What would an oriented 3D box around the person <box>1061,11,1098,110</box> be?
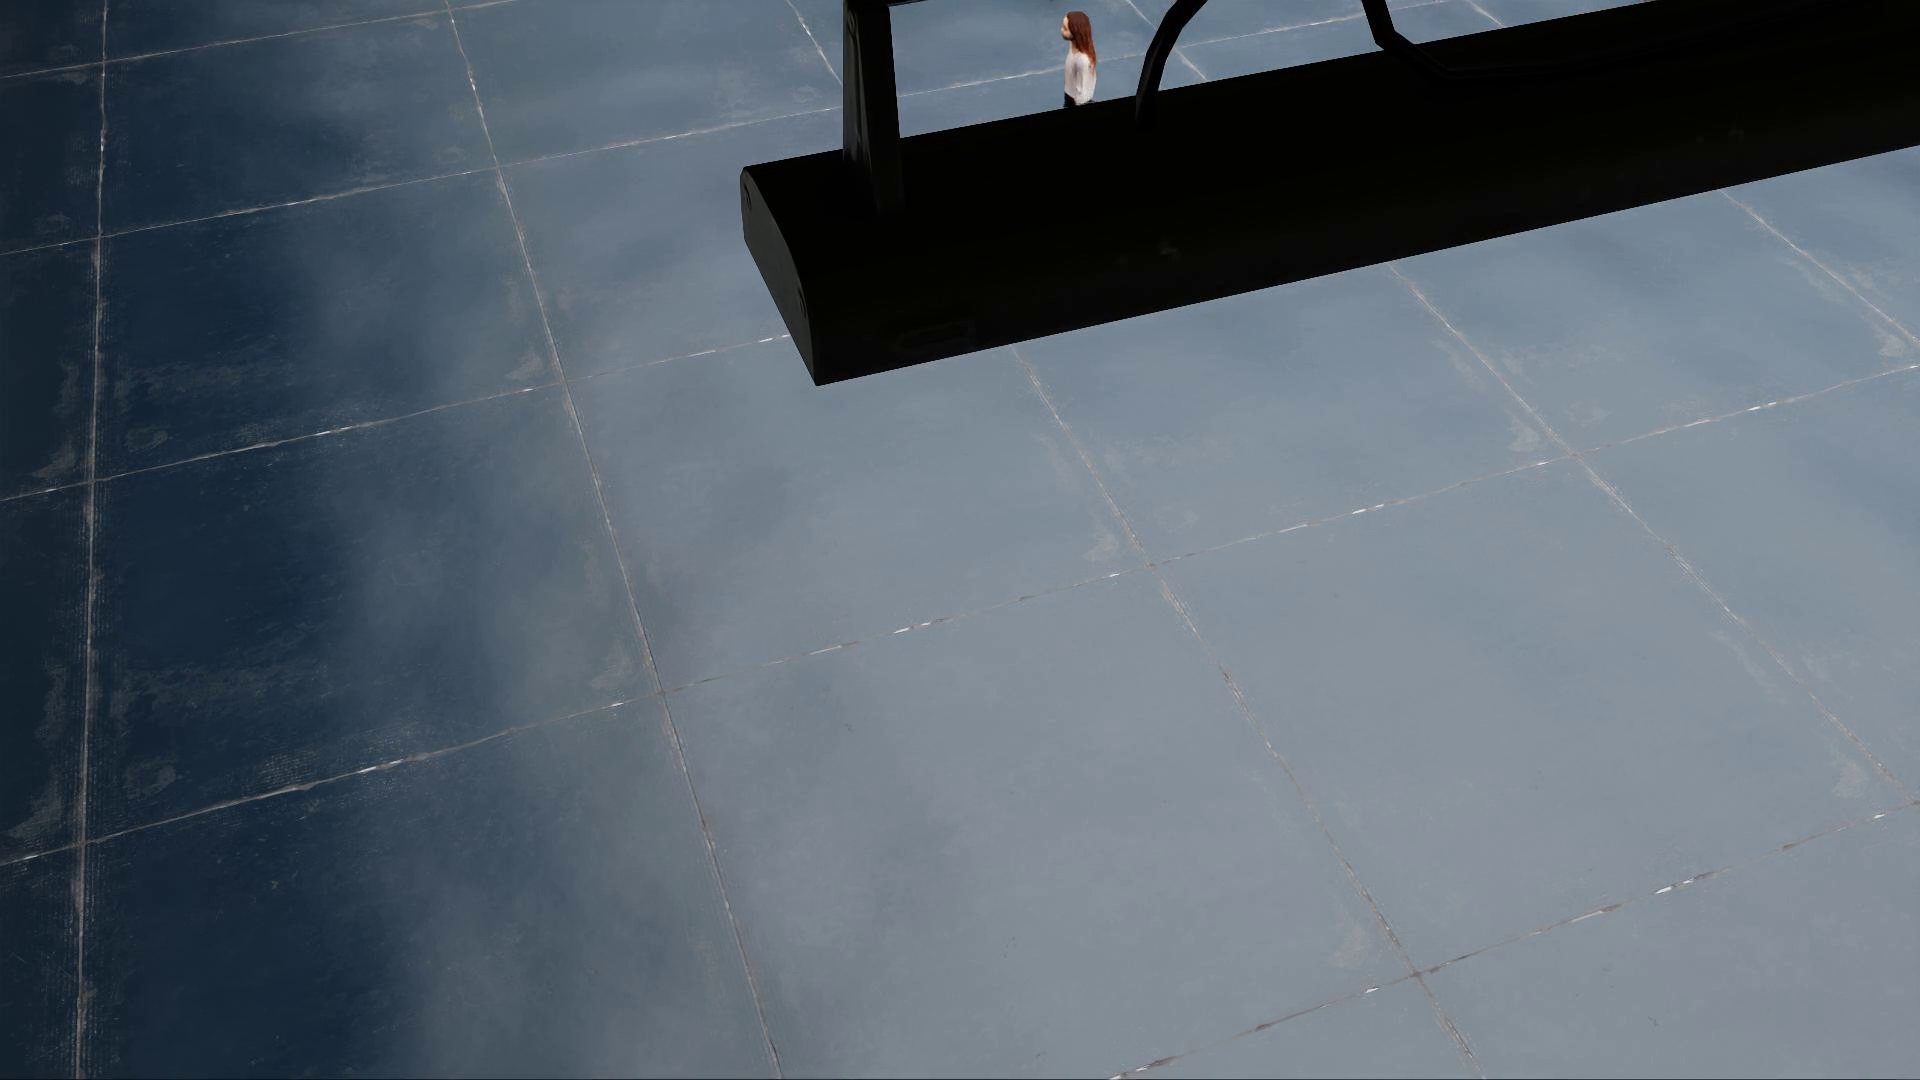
[{"bbox_3d":[0.967,-3.303,12.608,0.673,1.476,0.672,-7,44,-8],"label":"person"}]
